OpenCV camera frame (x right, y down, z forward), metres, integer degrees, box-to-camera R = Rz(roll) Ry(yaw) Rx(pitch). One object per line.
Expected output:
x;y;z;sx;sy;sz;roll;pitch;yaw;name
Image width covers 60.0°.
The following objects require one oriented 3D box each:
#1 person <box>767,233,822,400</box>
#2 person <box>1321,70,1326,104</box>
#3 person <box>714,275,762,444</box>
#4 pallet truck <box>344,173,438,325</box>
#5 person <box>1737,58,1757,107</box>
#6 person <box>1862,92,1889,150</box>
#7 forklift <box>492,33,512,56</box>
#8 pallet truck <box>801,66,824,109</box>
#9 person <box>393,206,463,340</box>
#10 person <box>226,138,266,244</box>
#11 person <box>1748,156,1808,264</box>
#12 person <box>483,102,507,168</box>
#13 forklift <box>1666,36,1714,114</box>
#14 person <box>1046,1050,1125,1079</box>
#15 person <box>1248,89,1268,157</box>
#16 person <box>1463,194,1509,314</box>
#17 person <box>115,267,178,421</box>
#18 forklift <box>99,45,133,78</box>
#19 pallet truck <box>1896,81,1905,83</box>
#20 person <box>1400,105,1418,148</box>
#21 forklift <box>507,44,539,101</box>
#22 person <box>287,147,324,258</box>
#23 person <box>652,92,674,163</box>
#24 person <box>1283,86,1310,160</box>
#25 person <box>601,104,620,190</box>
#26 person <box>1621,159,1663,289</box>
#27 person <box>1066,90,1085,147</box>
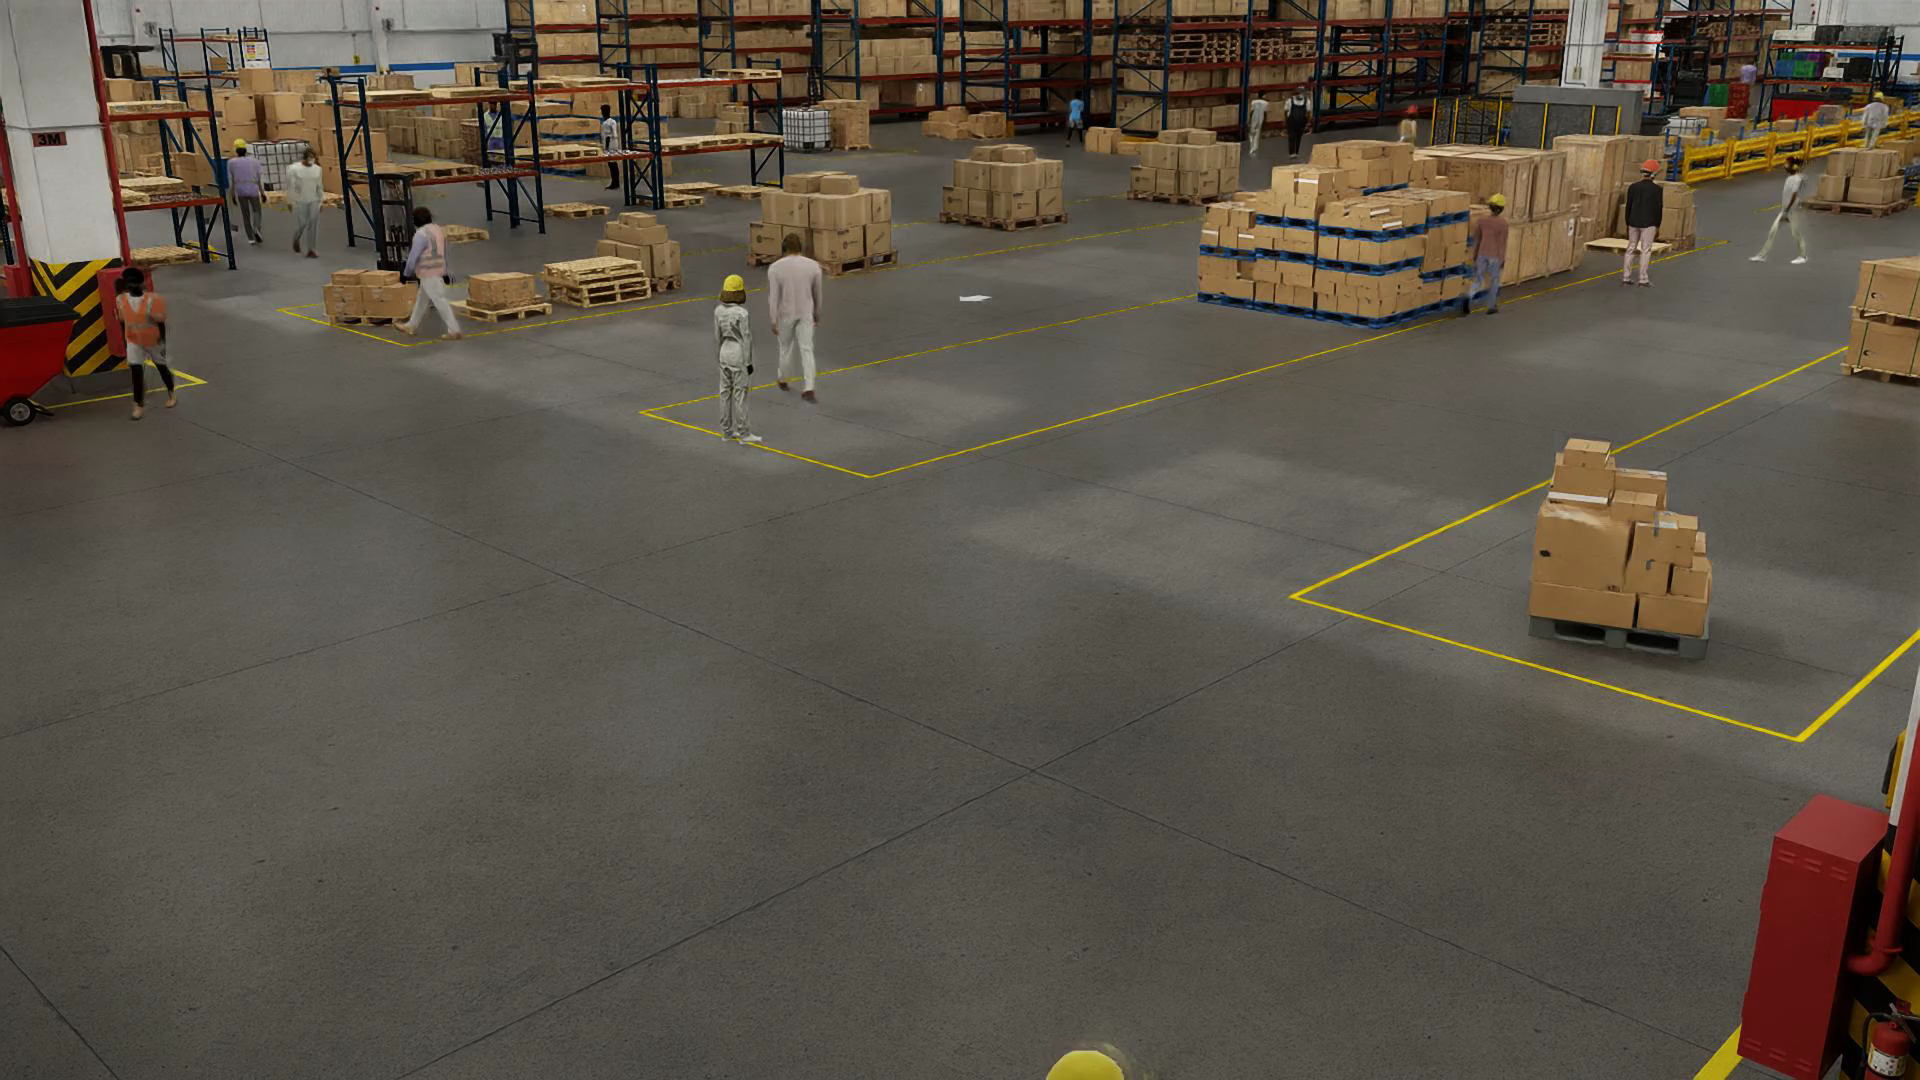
-1.879;-2.577;19.112;0.649;1.885;1.041;-6;19;-17;person
14.728;-18.671;68.019;0.493;1.609;0.754;-5;19;-15;person
-2.314;-1.869;17.189;0.487;1.744;0.312;14;23;37;person
-8.209;-4.181;23.757;0.823;1.965;1.885;3;19;9;pallet truck
31.079;-18.046;65.662;0.738;1.919;0.633;-10;21;-27;person
25.332;-11.466;46.005;0.612;1.798;0.818;15;23;38;person
-18.164;-18.751;66.277;1.129;2.768;1.873;17;25;41;forklift
-4.812;-15.182;56.903;0.823;1.965;1.885;-9;21;-26;pallet truck
-7.163;-3.548;22.195;1.012;1.771;0.614;1;18;2;person
-13.098;-6.398;30.564;0.620;1.911;0.419;-6;19;-18;person
14.119;-5.615;28.361;0.980;1.823;0.512;-1;18;-2;person
-11.548;-9.994;41.405;0.587;1.913;0.392;-1;18;-2;person
27.341;-17.291;61.877;1.129;2.768;1.873;17;25;41;forklift
0.401;2.203;4.677;0.592;1.902;0.845;6;19;18;person
8.322;-11.689;46.619;0.561;1.840;0.383;-3;19;-8;person
7.571;-4.084;23.855;0.666;1.743;0.532;-16;24;-40;person
-8.967;-2.196;18.331;0.534;1.647;0.905;-2;18;-6;person
-26.334;-14.077;52.195;1.873;2.768;1.129;6;19;18;forklift
34.802;-16.331;61.455;0.653;1.274;1.630;17;25;41;pallet truck
10.588;-9.356;39.498;0.551;1.915;0.881;-12;22;-32;person
-13.992;-14.562;53.656;1.873;2.768;1.129;17;25;41;forklift
-11.459;-5.902;29.095;0.552;1.901;0.710;16;24;39;person
-8.082;-11.044;44.594;0.568;1.890;0.934;-16;24;-39;person
9.282;-11.537;45.855;0.715;2.000;1.044;0;18;0;person
-8.173;-9.168;38.836;0.371;1.963;0.608;3;19;8;person
10.710;-4.948;26.074;0.378;1.995;0.612;-13;22;-35;person
3.427;-12.519;49.420;0.539;1.655;0.873;14;23;36;person
